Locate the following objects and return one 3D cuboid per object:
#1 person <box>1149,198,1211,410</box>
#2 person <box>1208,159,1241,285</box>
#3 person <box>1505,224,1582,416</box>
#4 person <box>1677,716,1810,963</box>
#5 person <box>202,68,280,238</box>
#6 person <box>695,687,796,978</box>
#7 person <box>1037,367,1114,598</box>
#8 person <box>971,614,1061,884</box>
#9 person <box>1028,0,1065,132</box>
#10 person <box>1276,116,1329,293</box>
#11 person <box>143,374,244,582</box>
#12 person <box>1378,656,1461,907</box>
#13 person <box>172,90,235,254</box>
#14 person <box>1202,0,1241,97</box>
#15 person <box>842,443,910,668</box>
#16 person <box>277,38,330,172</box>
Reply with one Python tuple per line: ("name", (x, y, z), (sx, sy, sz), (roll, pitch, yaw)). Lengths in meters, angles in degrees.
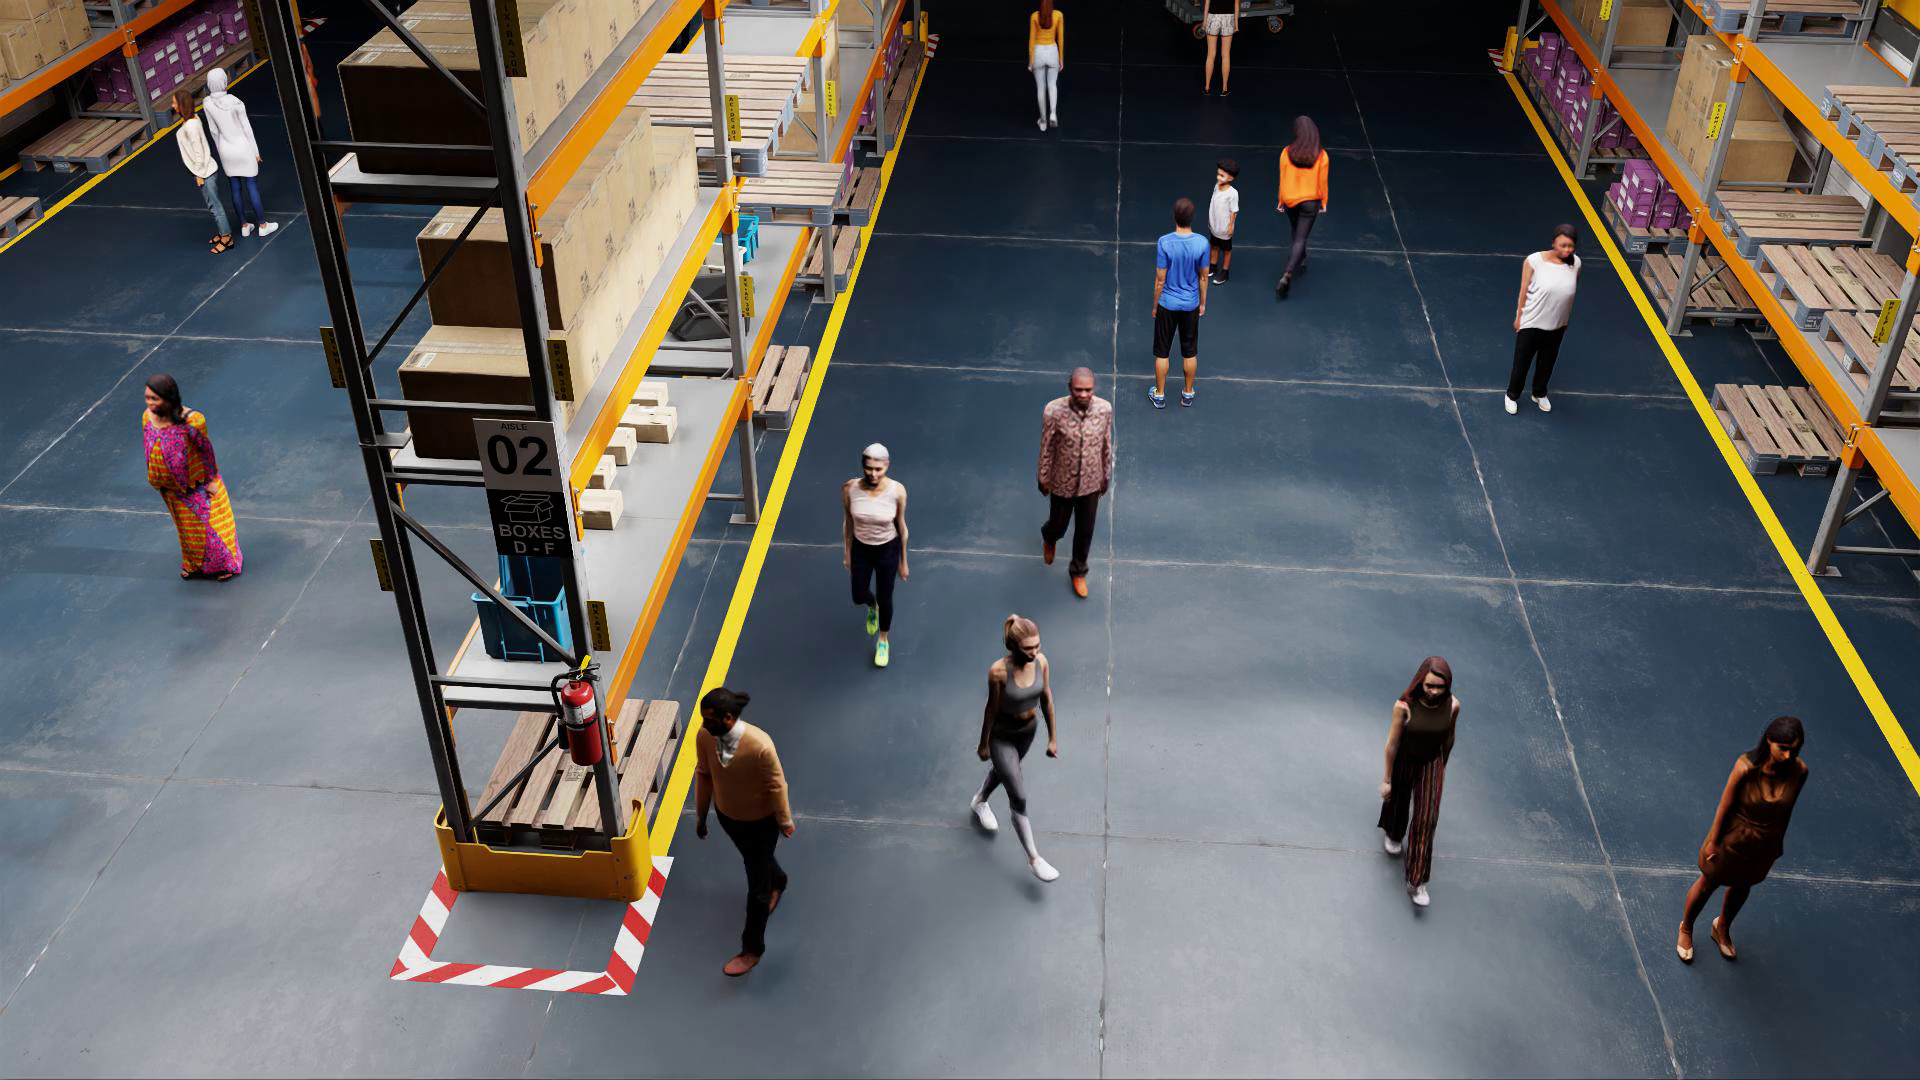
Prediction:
("person", (1.863, -2.007, 14.191), (0.643, 1.867, 0.588), (-2, 34, -3))
("person", (2.609, -3.178, 16.500), (0.633, 1.261, 0.567), (-22, 40, -30))
("person", (4.990, -1.892, 14.179), (0.697, 1.689, 0.663), (-3, 34, -5))
("person", (4.212, 1.606, 8.918), (0.594, 1.687, 0.546), (-2, 34, -3))
("person", (-7.531, -4.026, 17.311), (0.600, 1.776, 0.505), (3, 34, 4))
("person", (-1.123, 1.453, 9.133), (0.955, 1.703, 1.177), (16, 37, 22))
("person", (0.821, -0.483, 11.968), (0.806, 1.790, 0.946), (-4, 34, -6))
("person", (0.262, 1.111, 9.694), (1.052, 1.653, 1.178), (-20, 38, -27))
("person", (1.033, -5.711, 19.879), (0.687, 1.739, 0.847), (-5, 34, -7))
("person", (3.291, -3.205, 16.151), (0.925, 1.691, 1.198), (17, 37, 23))
("person", (-5.602, -0.466, 12.039), (0.662, 1.684, 0.676), (6, 34, 9))
("person", (2.609, 1.250, 9.597), (0.559, 1.529, 0.958), (4, 34, 6))
("person", (-7.752, -3.788, 17.037), (0.763, 1.682, 0.641), (-14, 36, -20))
("person", (3.307, -6.587, 21.101), (0.645, 1.845, 0.554), (7, 34, 10))
("person", (-0.560, 0.034, 11.280), (0.600, 1.690, 0.714), (3, 34, 5))
("person", (-7.432, -4.993, 18.855), (1.183, 1.677, 1.264), (-22, 40, -30))
